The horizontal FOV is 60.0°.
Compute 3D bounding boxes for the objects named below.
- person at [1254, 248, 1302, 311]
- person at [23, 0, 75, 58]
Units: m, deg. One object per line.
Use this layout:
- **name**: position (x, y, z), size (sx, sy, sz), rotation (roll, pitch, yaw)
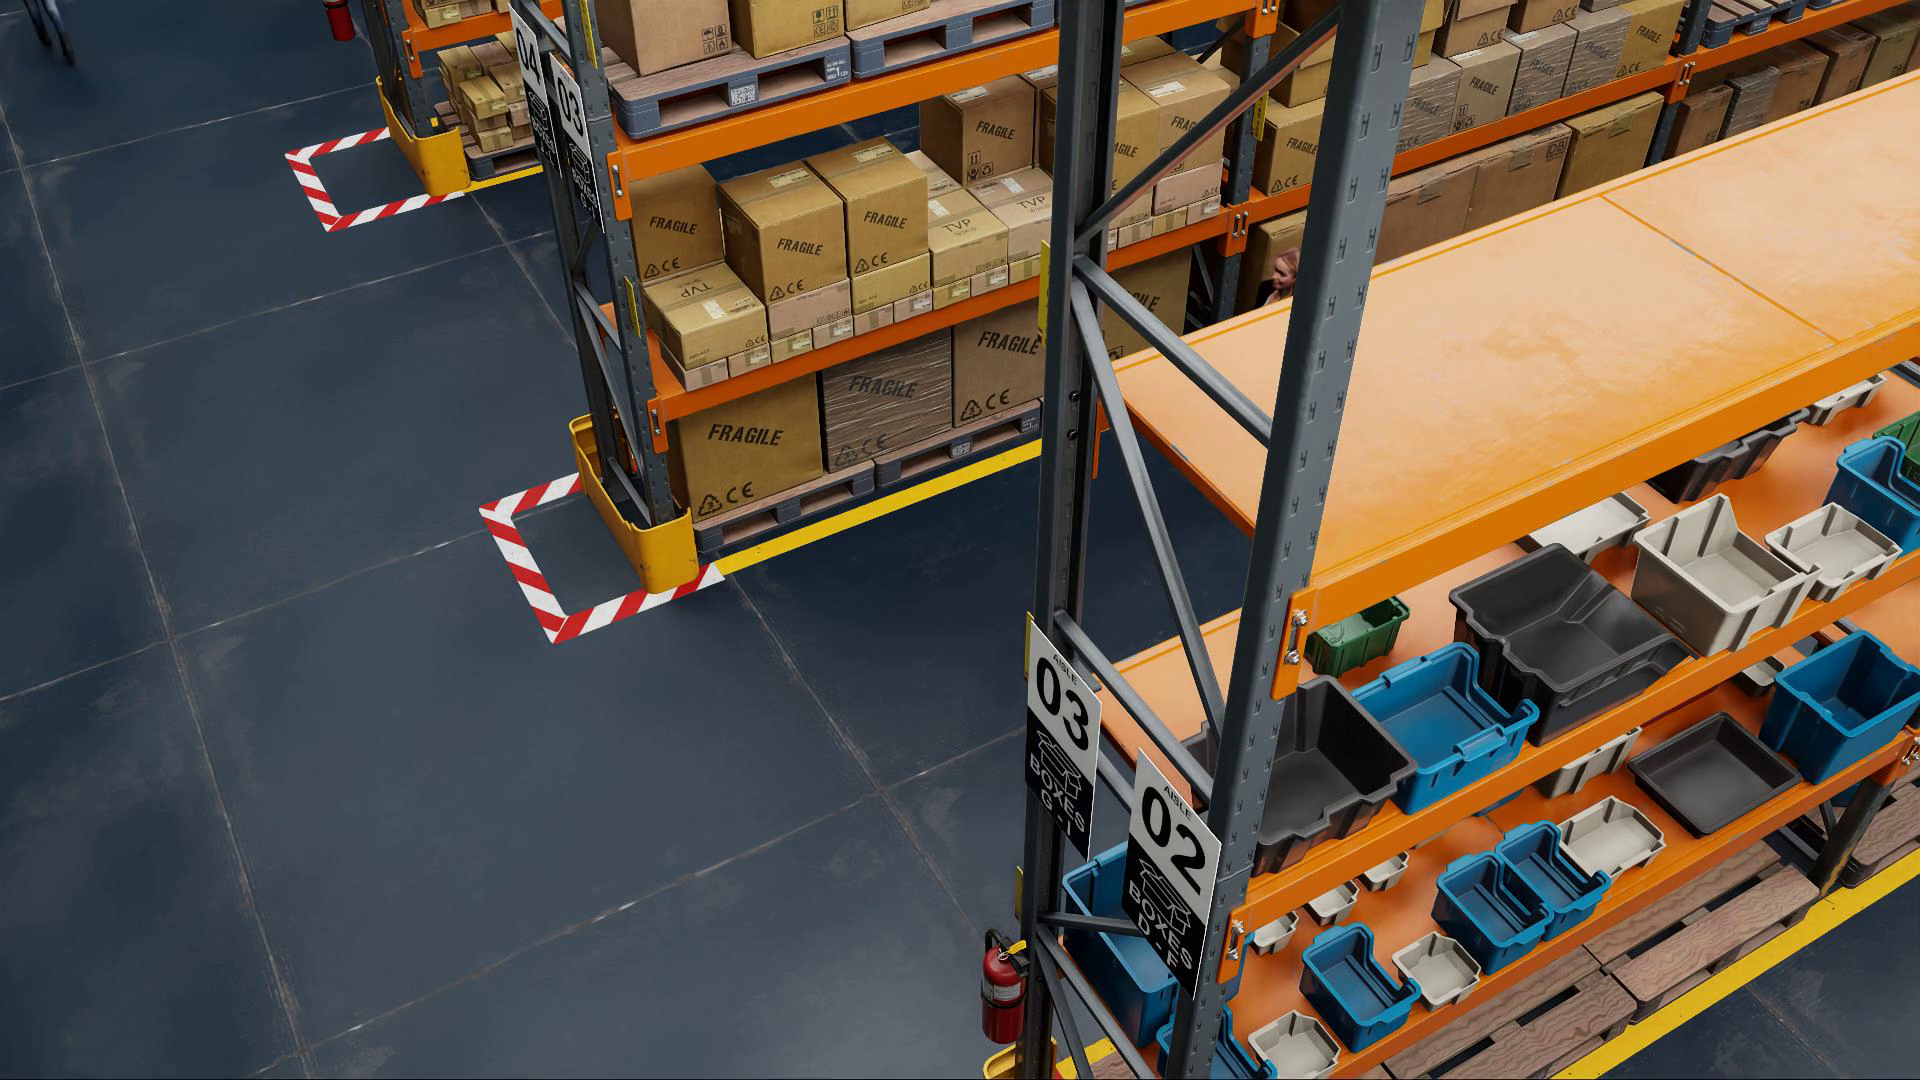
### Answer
- **person**: position (1.852, -0.958, 9.817), size (0.538, 1.801, 0.616), rotation (-25, 49, -24)
- **person**: position (-7.928, -4.757, 14.262), size (0.883, 1.288, 0.673), rotation (-28, 50, -26)
